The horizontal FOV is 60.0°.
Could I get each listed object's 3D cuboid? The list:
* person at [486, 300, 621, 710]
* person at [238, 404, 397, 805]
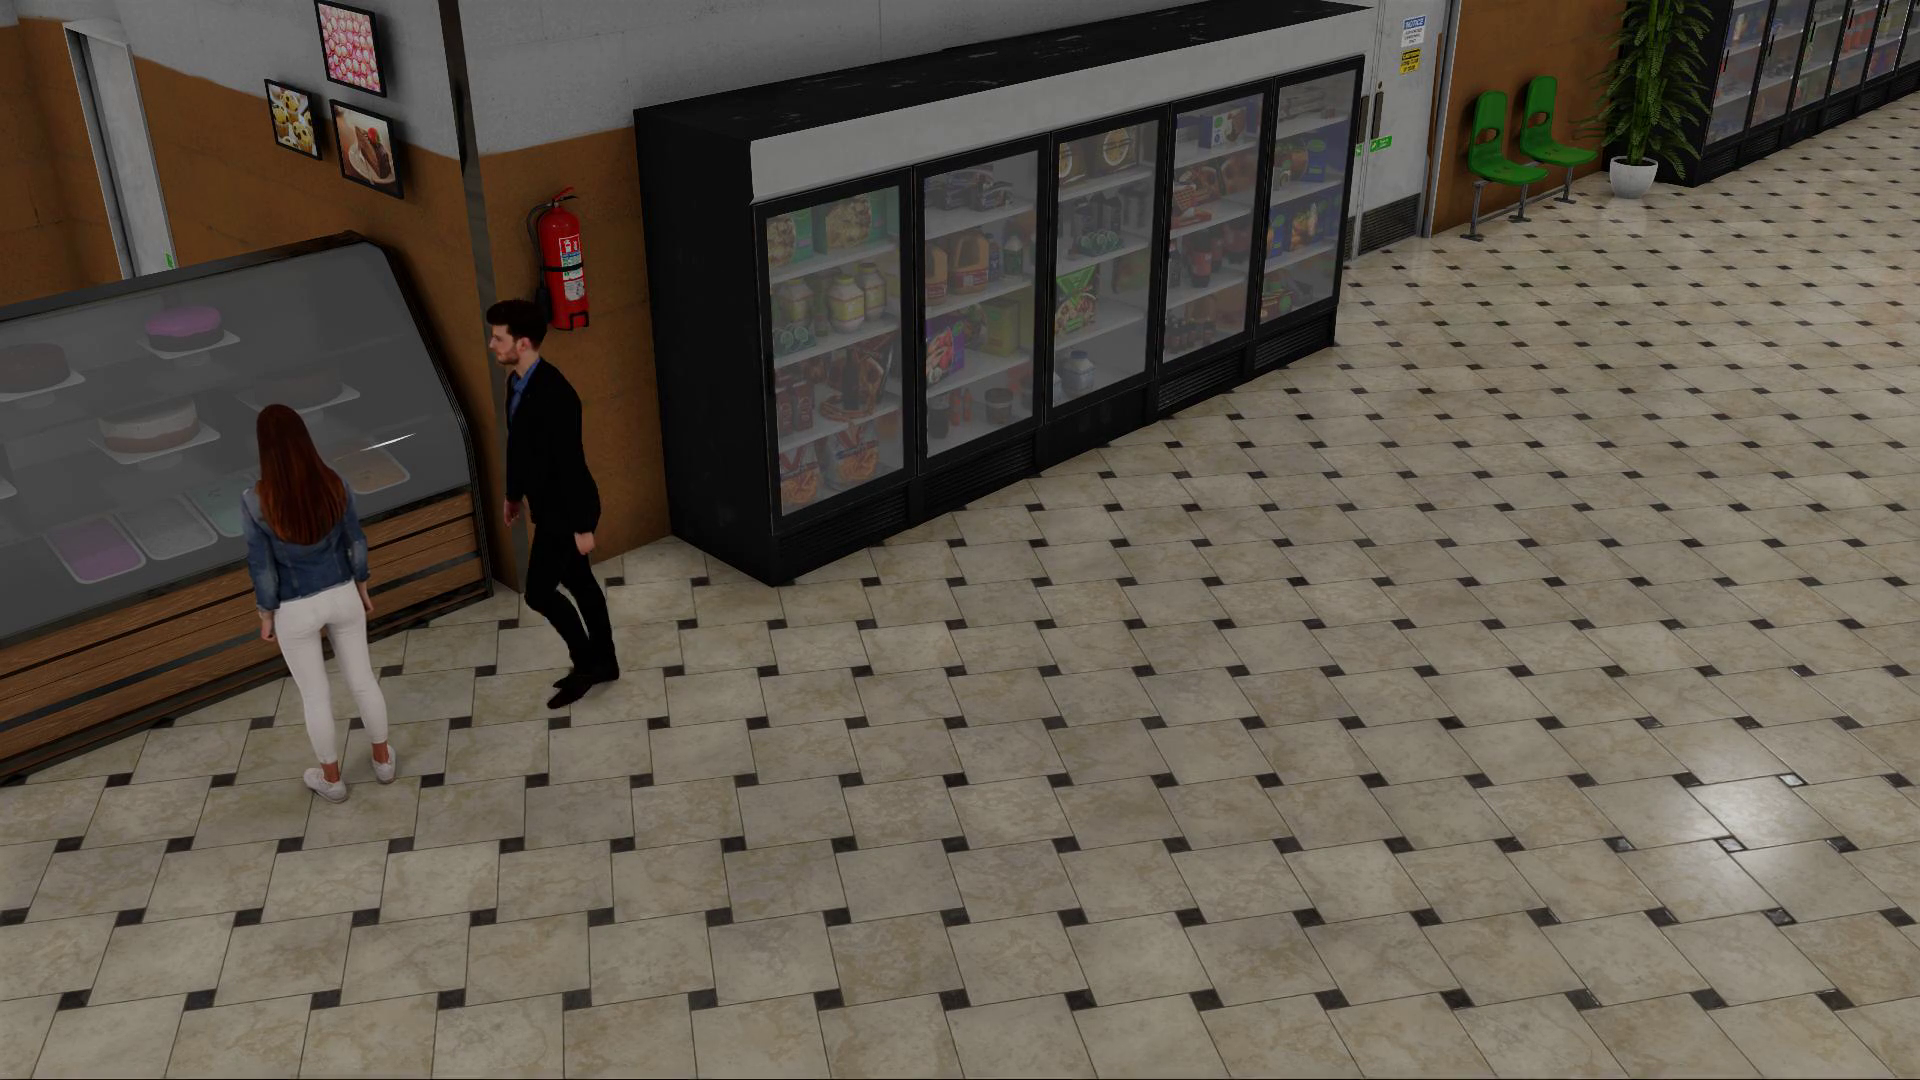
[{"bbox_3d":[-1.675,-0.165,7.287,0.864,1.870,0.719,-10,29,-20],"label":"person"},{"bbox_3d":[-2.554,0.268,6.621,0.639,1.700,0.540,-20,33,-34],"label":"person"}]
